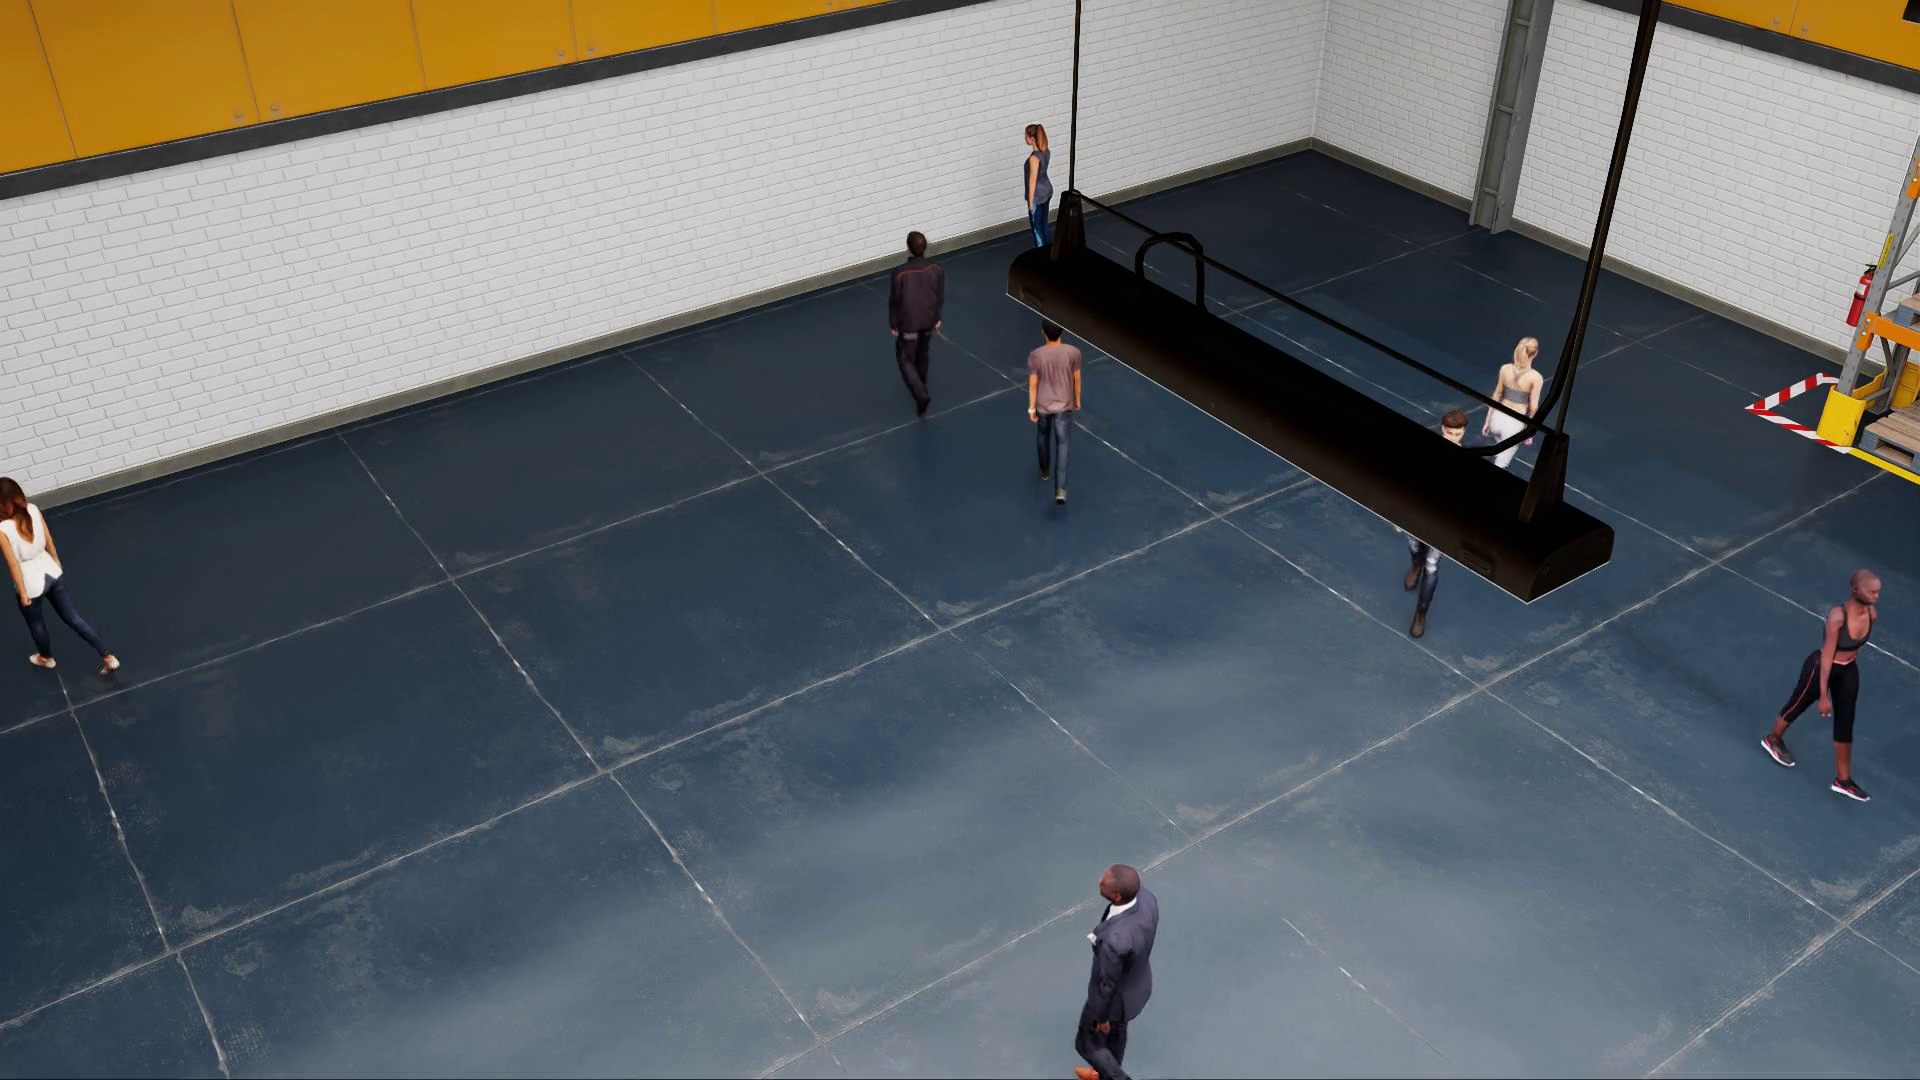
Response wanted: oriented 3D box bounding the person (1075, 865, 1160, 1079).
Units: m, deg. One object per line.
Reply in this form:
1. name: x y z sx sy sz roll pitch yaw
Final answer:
1. person: 0.936 2.510 9.182 0.905 1.810 0.844 19 38 26

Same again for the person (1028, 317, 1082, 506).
1. person: 0.851 -1.140 14.727 1.066 1.750 1.194 2 34 3

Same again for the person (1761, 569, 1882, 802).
1. person: 6.019 0.903 11.677 0.826 1.724 1.154 -9 35 -13

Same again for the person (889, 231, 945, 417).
1. person: -0.403 -2.076 16.074 0.845 1.818 1.099 -14 36 -20

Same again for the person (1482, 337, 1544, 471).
1. person: 4.714 -0.923 14.490 0.779 1.652 1.162 -28 43 -35

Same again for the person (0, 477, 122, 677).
1. person: -6.841 0.330 12.511 1.180 1.756 1.015 12 35 18

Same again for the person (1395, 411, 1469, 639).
1. person: 3.768 -0.243 13.275 1.257 1.863 1.160 14 36 20

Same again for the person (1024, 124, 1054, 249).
1. person: 0.894 -3.884 18.879 0.688 1.725 0.648 15 36 21
